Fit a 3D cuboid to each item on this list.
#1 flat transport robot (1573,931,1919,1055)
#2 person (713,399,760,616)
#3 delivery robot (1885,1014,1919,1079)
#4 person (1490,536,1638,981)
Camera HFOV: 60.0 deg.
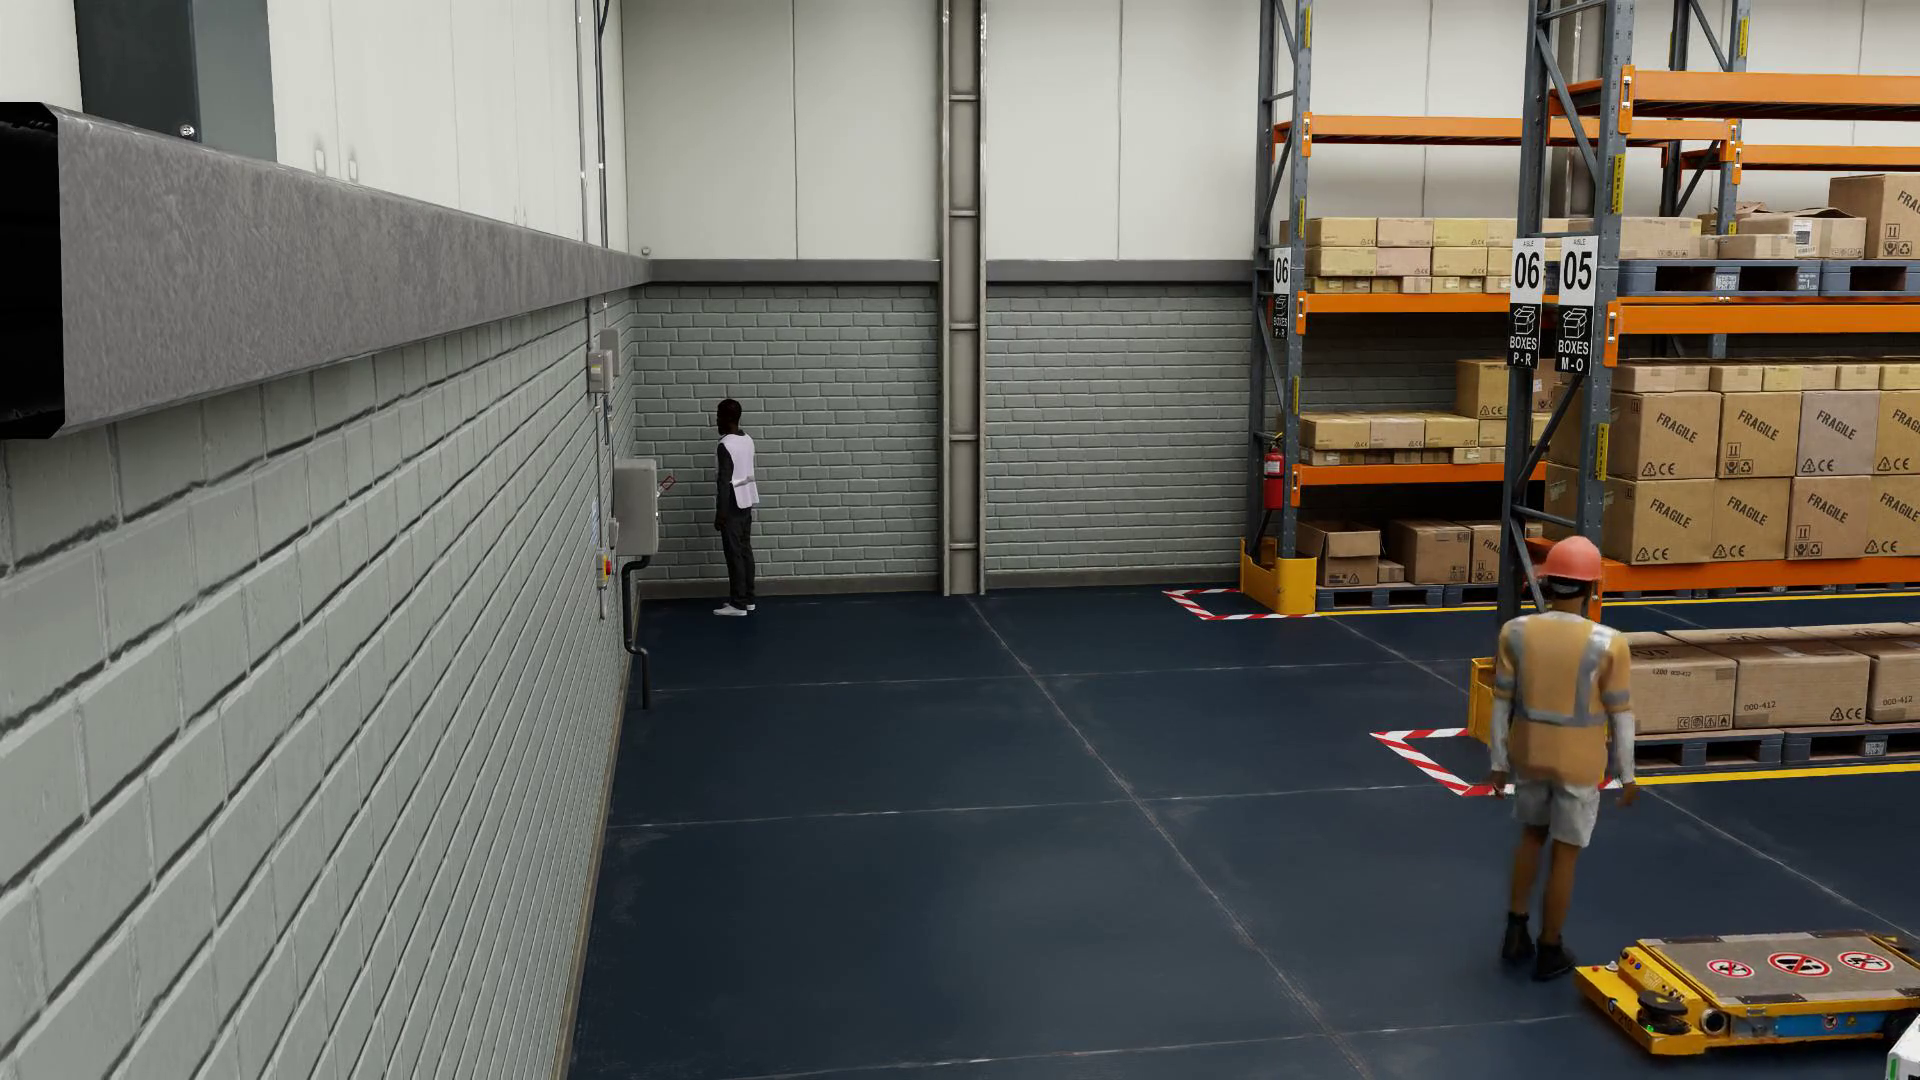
[{"bbox_3d":[3.321,1.816,6.736,1.431,0.197,0.652,-1,9,-6],"label":"flat transport robot"},{"bbox_3d":[-1.977,-0.289,14.696,0.384,1.912,0.592,2,10,14],"label":"person"},{"bbox_3d":[3.460,1.790,5.736,0.477,0.478,0.707,8,12,42],"label":"delivery robot"},{"bbox_3d":[2.591,0.935,7.105,0.568,1.919,0.463,9,13,43],"label":"person"}]
